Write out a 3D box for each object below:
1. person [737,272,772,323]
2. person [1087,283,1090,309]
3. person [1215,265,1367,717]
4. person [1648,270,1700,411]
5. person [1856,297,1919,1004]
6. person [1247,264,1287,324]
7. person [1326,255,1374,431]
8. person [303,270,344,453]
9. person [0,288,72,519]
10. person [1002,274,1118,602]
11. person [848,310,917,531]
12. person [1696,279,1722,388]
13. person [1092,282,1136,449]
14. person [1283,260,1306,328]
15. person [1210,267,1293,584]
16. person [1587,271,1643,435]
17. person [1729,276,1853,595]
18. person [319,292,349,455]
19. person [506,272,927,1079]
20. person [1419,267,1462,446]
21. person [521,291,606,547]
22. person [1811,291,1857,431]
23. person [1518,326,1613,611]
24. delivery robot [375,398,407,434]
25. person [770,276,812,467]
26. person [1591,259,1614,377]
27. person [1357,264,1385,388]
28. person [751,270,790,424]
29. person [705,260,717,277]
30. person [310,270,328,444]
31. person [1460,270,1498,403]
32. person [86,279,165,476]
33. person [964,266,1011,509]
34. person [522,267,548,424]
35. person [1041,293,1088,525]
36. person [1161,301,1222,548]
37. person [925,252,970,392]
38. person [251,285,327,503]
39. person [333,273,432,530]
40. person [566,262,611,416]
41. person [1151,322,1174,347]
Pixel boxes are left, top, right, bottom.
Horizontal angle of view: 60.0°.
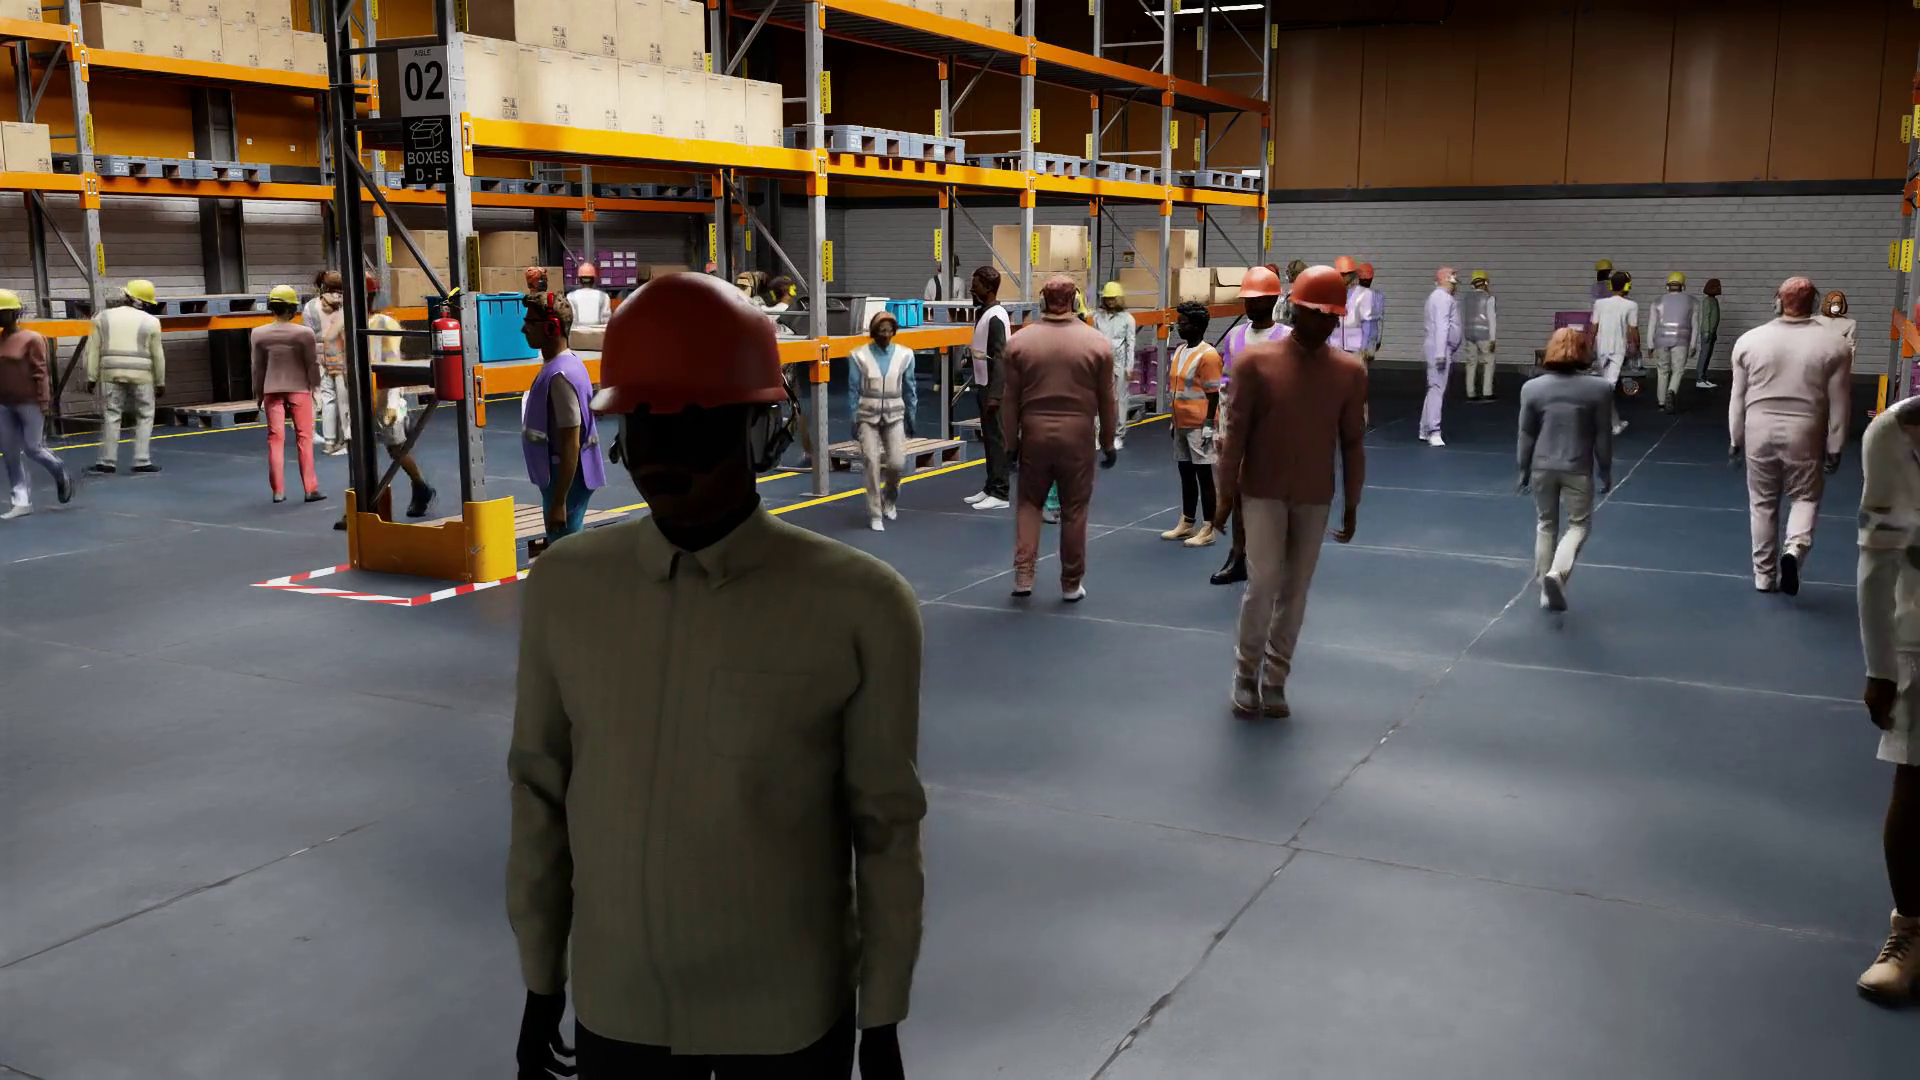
[{"bbox_3d":[-1.997,-1.598,15.689,0.506,1.847,0.345,6,11,30],"label":"person"},{"bbox_3d":[1.569,-2.818,22.547,0.637,1.919,0.672,4,11,24],"label":"person"},{"bbox_3d":[1.438,-0.191,7.184,0.637,1.965,0.487,-1,10,-6],"label":"person"},{"bbox_3d":[9.013,-2.505,21.065,0.599,1.806,0.736,6,12,32],"label":"person"},{"bbox_3d":[2.701,0.275,4.450,0.683,1.991,0.486,0,10,-2],"label":"person"},{"bbox_3d":[3.881,-2.524,20.932,0.574,1.887,0.355,6,11,30],"label":"person"},{"bbox_3d":[4.429,-2.237,18.951,0.610,2.005,0.999,6,11,31],"label":"person"},{"bbox_3d":[-6.282,-1.798,16.851,0.633,1.845,0.429,-2,10,-14],"label":"person"},{"bbox_3d":[-7.184,-1.051,12.774,0.533,1.753,0.514,2,10,9],"label":"person"},{"bbox_3d":[0.579,-0.567,9.581,0.658,1.904,0.437,2,10,11],"label":"person"},{"bbox_3d":[-0.573,-0.871,12.151,0.520,1.622,0.428,-2,10,-12],"label":"person"},{"bbox_3d":[11.308,-3.115,25.073,0.272,1.636,0.507,7,12,37],"label":"person"},{"bbox_3d":[1.517,-1.759,16.962,0.512,1.713,0.737,5,11,27],"label":"person"},{"bbox_3d":[4.025,-2.382,19.961,0.373,1.940,0.629,5,11,29],"label":"person"},{"bbox_3d":[1.791,-0.668,10.041,0.545,1.938,0.355,8,13,38],"label":"person"},{"bbox_3d":[7.200,-2.020,18.207,0.960,1.818,0.539,-7,12,-37],"label":"person"},{"bbox_3d":[4.840,-0.592,9.748,0.646,1.888,0.591,6,12,32],"label":"person"},{"bbox_3d":[-6.258,-1.675,16.740,0.313,1.640,0.515,-10,14,-44],"label":"person"},{"bbox_3d":[-0.353,0.632,2.343,0.609,1.996,0.379,2,10,12],"label":"person"},{"bbox_3d":[5.105,-1.940,17.607,0.394,1.875,0.752,2,10,9],"label":"person"},{"bbox_3d":[-1.855,-0.230,7.778,0.390,1.843,0.566,-3,10,-17],"label":"person"},{"bbox_3d":[9.182,-1.817,17.596,0.498,1.629,0.276,4,11,22],"label":"person"},{"bbox_3d":[3.360,-0.383,9.312,0.511,1.614,0.550,7,12,33],"label":"person"},{"bbox_3d":[-6.180,-1.398,17.993,0.477,0.478,0.707,-2,10,-14],"label":"delivery robot"},{"bbox_3d":[-1.642,-1.593,15.800,0.589,1.800,0.960,8,13,39],"label":"person"},{"bbox_3d":[9.848,-3.335,25.509,0.588,1.928,0.383,-6,11,-30],"label":"person"},{"bbox_3d":[5.391,-2.747,22.273,0.548,1.889,0.979,4,11,22],"label":"person"},{"bbox_3d":[-2.392,-2.254,19.561,0.719,1.821,0.642,1,10,4],"label":"person"},{"bbox_3d":[-3.325,-2.915,23.031,0.636,1.951,1.014,-7,12,-35],"label":"person"},{"bbox_3d":[-6.670,-1.926,17.608,0.722,1.832,0.689,-5,11,-26],"label":"person"},{"bbox_3d":[7.020,-2.748,22.502,0.488,1.794,0.626,-7,12,-33],"label":"person"},{"bbox_3d":[-7.624,-1.470,15.148,0.742,1.785,0.417,-2,10,-9],"label":"person"},{"bbox_3d":[0.254,-1.205,13.202,0.398,1.920,0.588,-1,10,-7],"label":"person"},{"bbox_3d":[-4.191,-1.771,16.582,0.584,1.882,0.347,5,11,28],"label":"person"},{"bbox_3d":[0.798,-0.991,12.538,0.354,1.726,0.643,3,10,16],"label":"person"},{"bbox_3d":[1.609,-0.799,11.491,0.319,1.695,0.539,-4,11,-21],"label":"person"},{"bbox_3d":[-0.136,-3.196,24.379,0.688,2.000,0.536,6,12,33],"label":"person"},{"bbox_3d":[-5.459,-1.183,13.525,0.532,1.765,0.328,-1,10,-4],"label":"person"},{"bbox_3d":[-4.341,-1.057,12.420,0.560,1.907,0.906,3,10,19],"label":"person"},{"bbox_3d":[-4.530,-2.433,20.352,0.552,1.917,0.749,-3,10,-16],"label":"person"},{"bbox_3d":[3.273,-3.566,26.845,0.377,1.929,0.585,-4,11,-24],"label":"person"}]
